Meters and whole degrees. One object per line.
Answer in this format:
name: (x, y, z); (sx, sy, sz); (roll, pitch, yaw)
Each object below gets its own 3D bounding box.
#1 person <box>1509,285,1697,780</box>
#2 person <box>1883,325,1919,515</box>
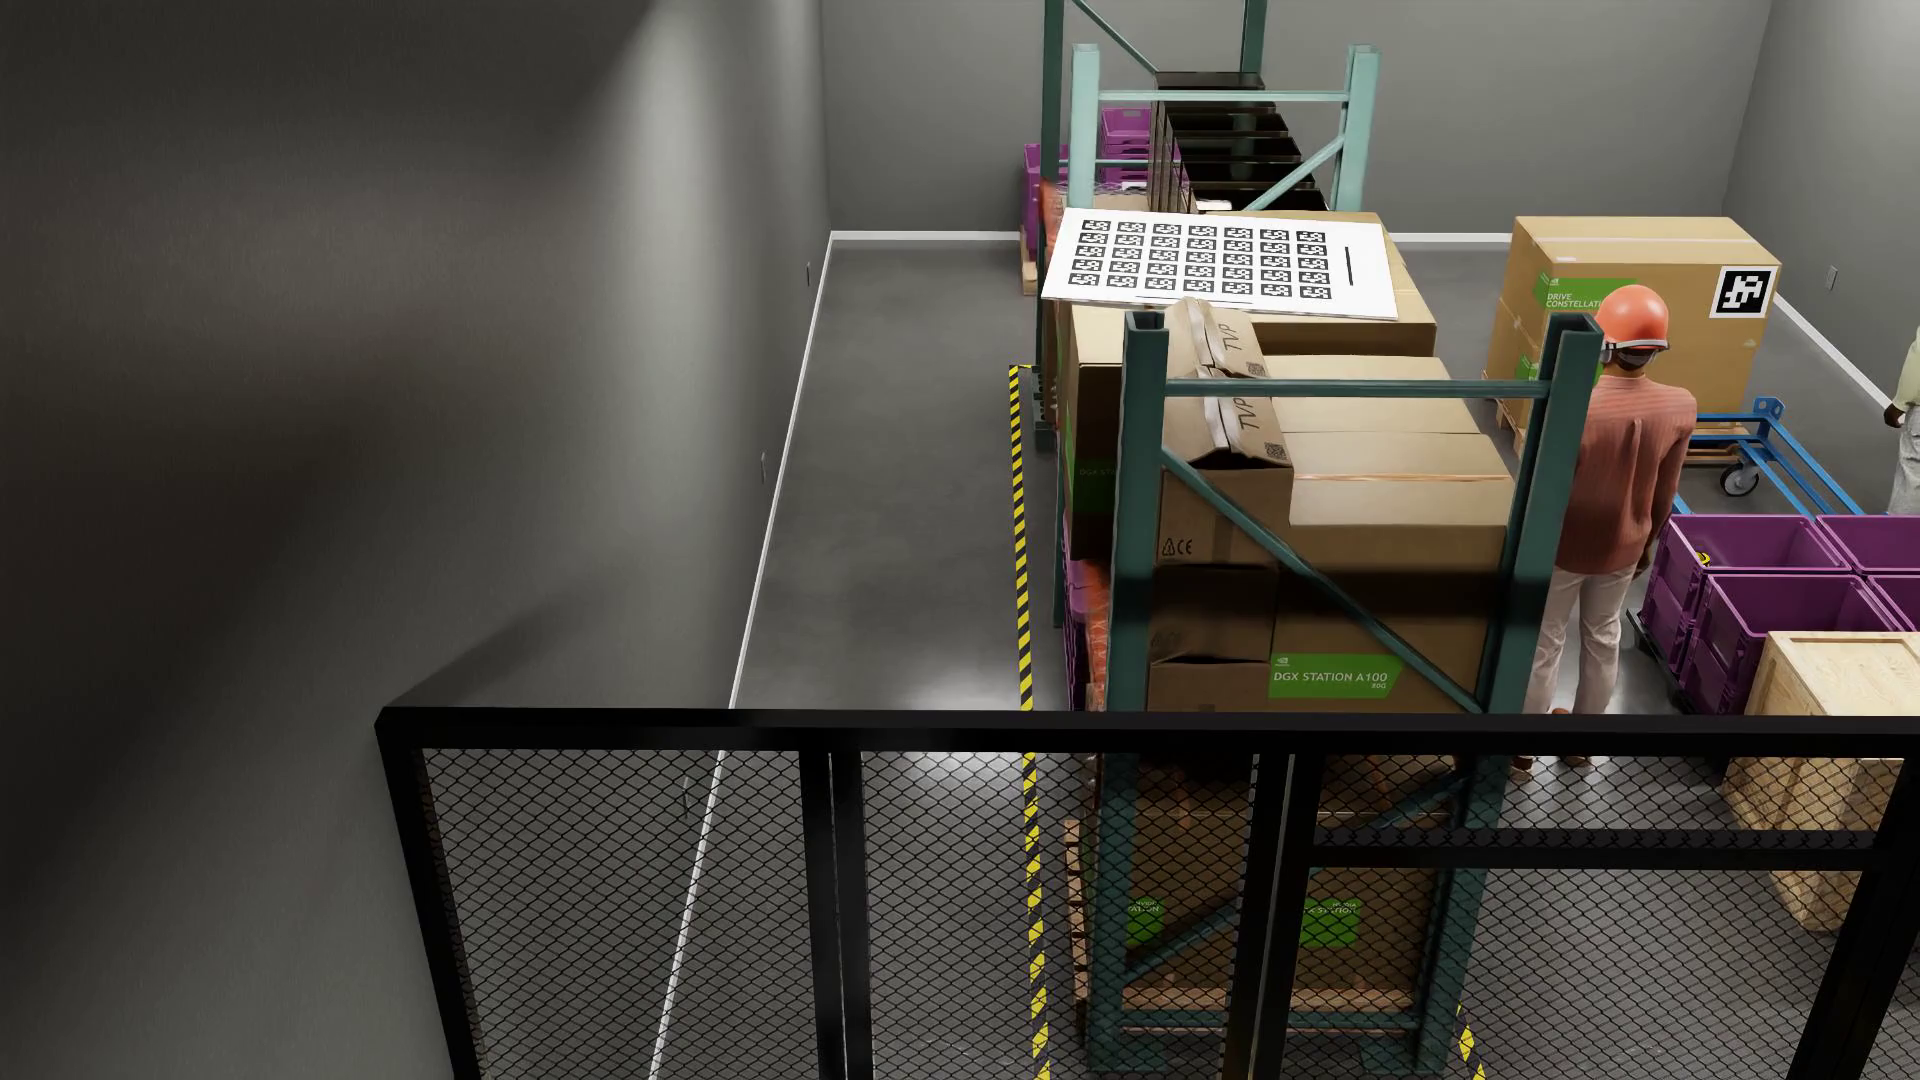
person: (2.311, 0.006, 6.151); (0.621, 1.994, 0.381); (-7, 32, -12)
person: (4.449, -0.651, 7.397); (0.602, 1.830, 0.404); (2, 31, 3)
